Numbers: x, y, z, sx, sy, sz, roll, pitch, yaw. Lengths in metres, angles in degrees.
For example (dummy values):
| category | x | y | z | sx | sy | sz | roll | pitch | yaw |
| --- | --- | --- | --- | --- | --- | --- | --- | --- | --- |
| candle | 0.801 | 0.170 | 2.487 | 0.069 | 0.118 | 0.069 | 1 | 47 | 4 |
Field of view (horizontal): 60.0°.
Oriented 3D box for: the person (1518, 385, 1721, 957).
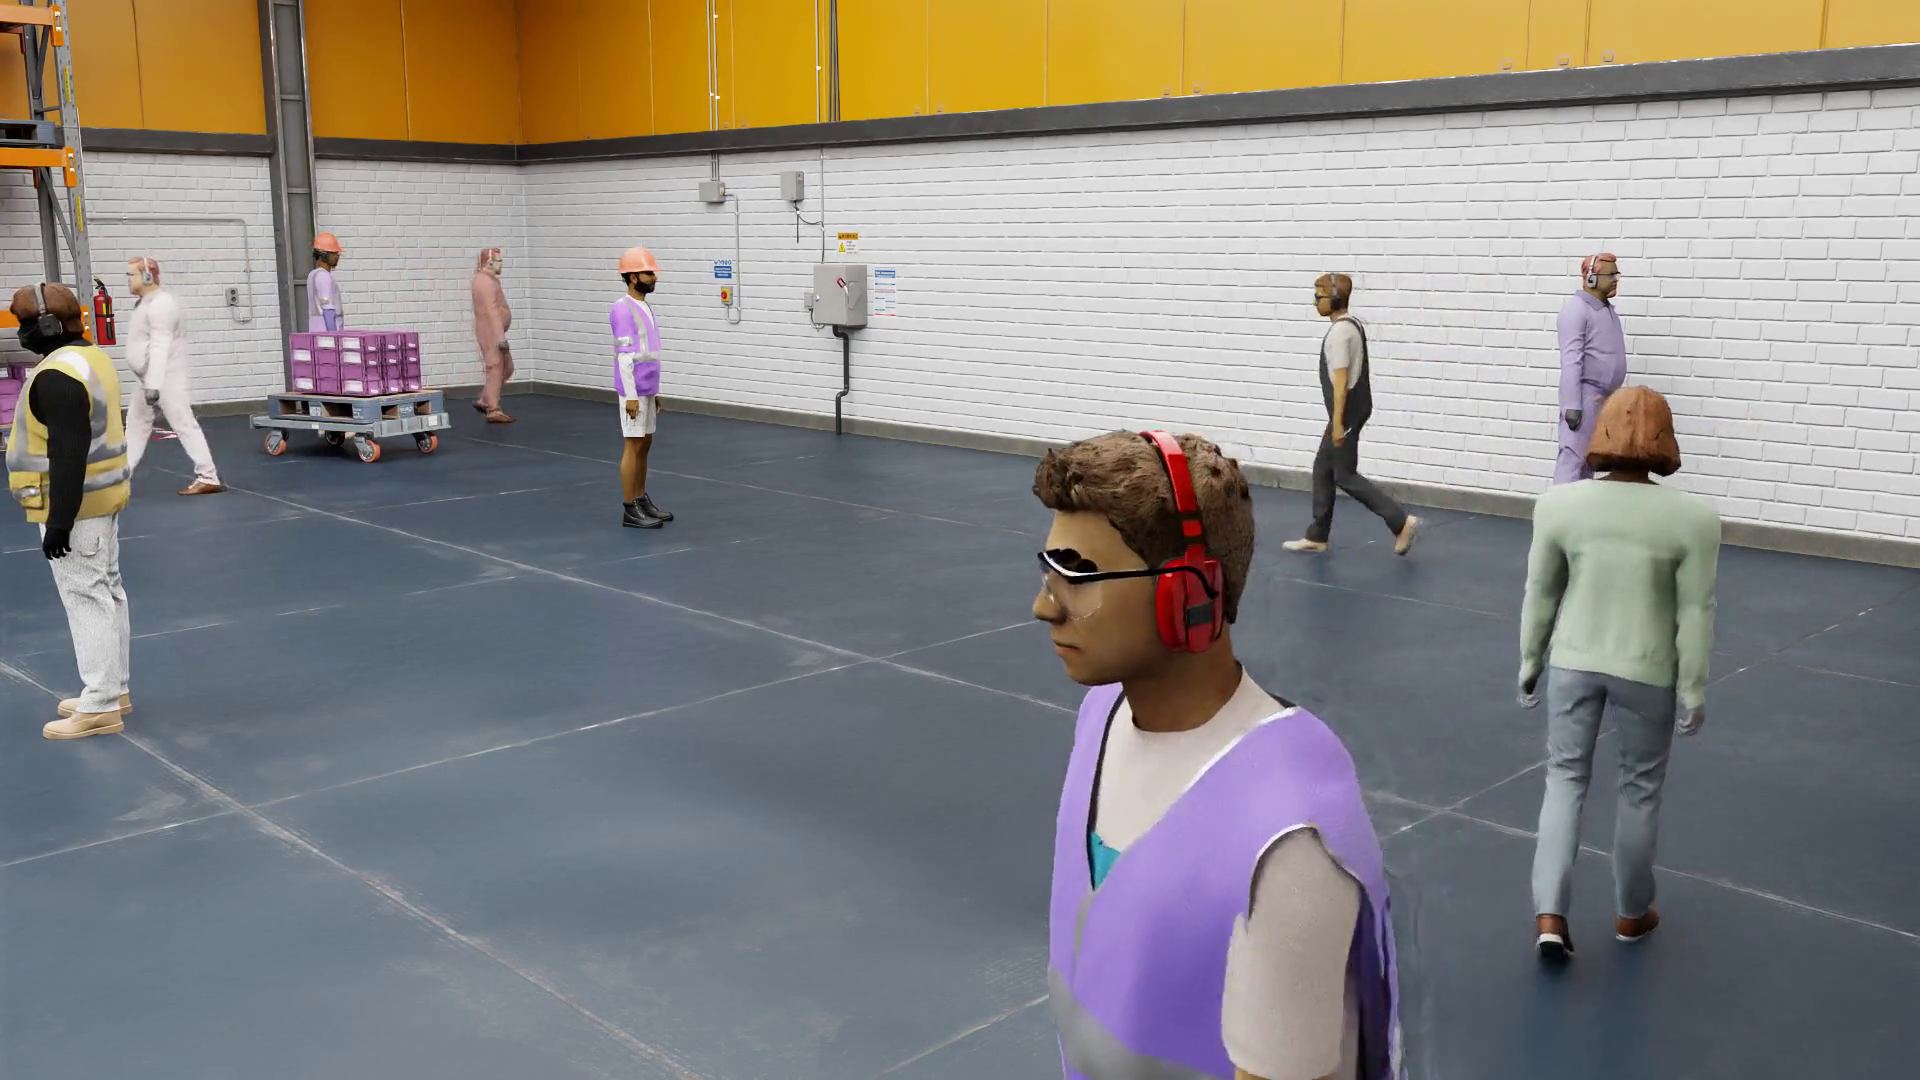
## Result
| category | x | y | z | sx | sy | sz | roll | pitch | yaw |
| --- | --- | --- | --- | --- | --- | --- | --- | --- | --- |
| person | 1.819 | 0.381 | 4.646 | 0.511 | 1.634 | 0.547 | 7 | 12 | 33 |

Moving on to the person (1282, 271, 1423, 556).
| category | x | y | z | sx | sy | sz | roll | pitch | yaw |
| --- | --- | --- | --- | --- | --- | --- | --- | --- | --- |
| person | 2.486 | -0.770 | 10.404 | 0.809 | 1.811 | 0.557 | 4 | 11 | 20 |

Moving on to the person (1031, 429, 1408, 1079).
| category | x | y | z | sx | sy | sz | roll | pitch | yaw |
| --- | --- | --- | --- | --- | --- | --- | --- | --- | --- |
| person | 0.278 | 0.781 | 1.880 | 0.446 | 1.829 | 0.561 | -4 | 11 | -20 |

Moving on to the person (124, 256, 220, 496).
| category | x | y | z | sx | sy | sz | roll | pitch | yaw |
| --- | --- | --- | --- | --- | --- | --- | --- | --- | --- |
| person | -6.238 | -1.233 | 12.764 | 0.980 | 1.850 | 0.669 | -8 | 13 | -37 |

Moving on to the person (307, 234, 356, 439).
| category | x | y | z | sx | sy | sz | roll | pitch | yaw |
| --- | --- | --- | --- | --- | --- | --- | --- | --- | --- |
| person | -6.268 | -2.017 | 16.564 | 0.393 | 2.034 | 0.605 | -6 | 12 | -31 |

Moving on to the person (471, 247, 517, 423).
| category | x | y | z | sx | sy | sz | roll | pitch | yaw |
| --- | --- | --- | --- | --- | --- | --- | --- | --- | --- |
| person | -5.016 | -2.194 | 17.912 | 0.430 | 1.892 | 0.653 | -3 | 11 | -16 |

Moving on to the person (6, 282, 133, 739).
| category | x | y | z | sx | sy | sz | roll | pitch | yaw |
| --- | --- | --- | --- | --- | --- | --- | --- | --- | --- |
| person | -3.607 | -0.119 | 6.754 | 0.429 | 1.839 | 0.621 | -3 | 11 | -16 |

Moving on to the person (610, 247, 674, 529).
| category | x | y | z | sx | sy | sz | roll | pitch | yaw |
| --- | --- | --- | --- | --- | --- | --- | --- | --- | --- |
| person | -2.213 | -1.054 | 11.564 | 0.354 | 1.942 | 0.545 | 1 | 10 | 6 |

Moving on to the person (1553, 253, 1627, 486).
| category | x | y | z | sx | sy | sz | roll | pitch | yaw |
| --- | --- | --- | --- | --- | --- | --- | --- | --- | --- |
| person | 4.116 | -0.905 | 10.842 | 0.406 | 1.911 | 0.637 | 9 | 13 | 39 |
